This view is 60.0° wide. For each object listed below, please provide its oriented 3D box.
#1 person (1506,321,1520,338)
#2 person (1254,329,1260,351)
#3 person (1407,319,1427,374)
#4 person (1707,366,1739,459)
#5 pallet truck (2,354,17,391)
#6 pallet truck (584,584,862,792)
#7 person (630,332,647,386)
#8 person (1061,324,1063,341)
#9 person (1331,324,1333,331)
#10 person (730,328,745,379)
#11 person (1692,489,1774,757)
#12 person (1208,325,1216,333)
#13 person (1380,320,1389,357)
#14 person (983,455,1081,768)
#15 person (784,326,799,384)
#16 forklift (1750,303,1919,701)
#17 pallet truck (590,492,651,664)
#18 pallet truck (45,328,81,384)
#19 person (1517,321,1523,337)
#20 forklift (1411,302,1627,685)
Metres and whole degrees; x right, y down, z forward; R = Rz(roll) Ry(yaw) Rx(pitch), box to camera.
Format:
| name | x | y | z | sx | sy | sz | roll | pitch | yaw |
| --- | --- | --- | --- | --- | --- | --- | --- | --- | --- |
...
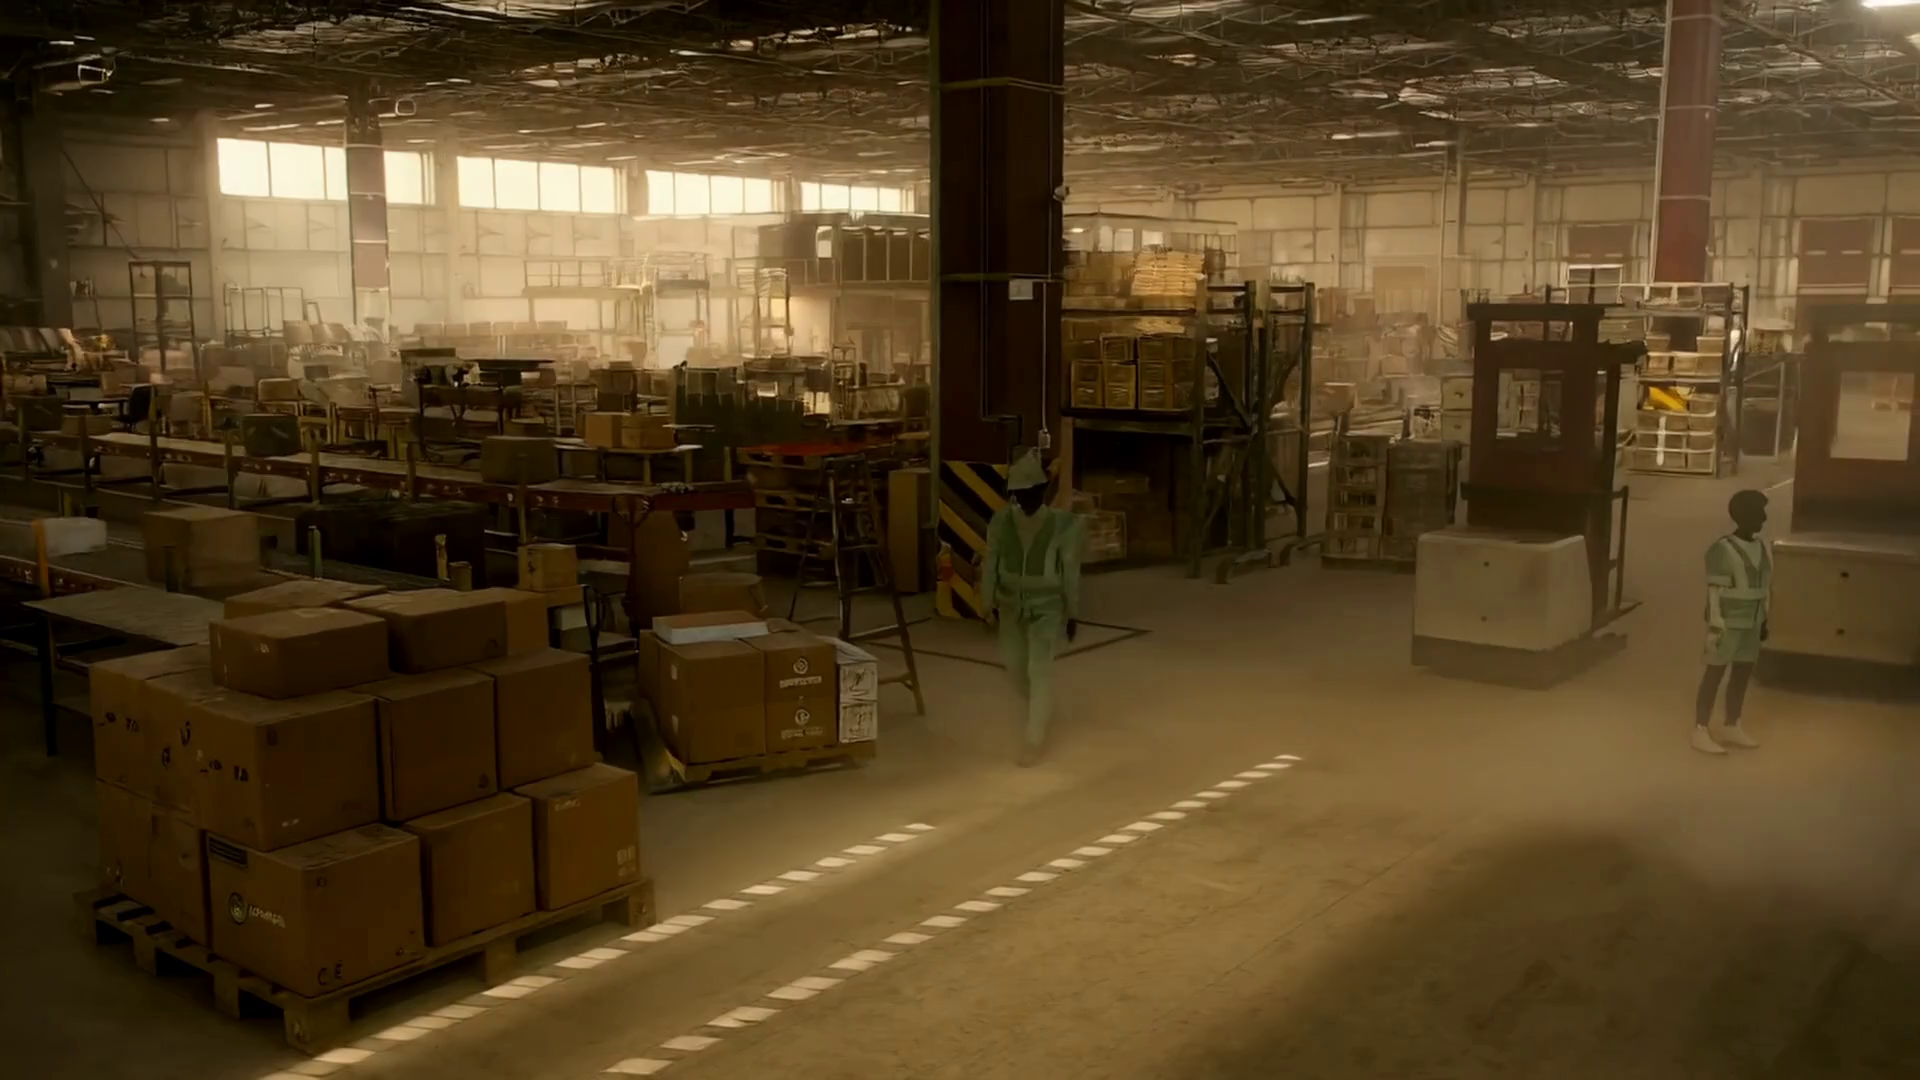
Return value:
| name | x | y | z | sx | sy | sz | roll | pitch | yaw |
| --- | --- | --- | --- | --- | --- | --- | --- | --- | --- |
| person | 25.566 | -9.416 | 76.885 | 0.646 | 1.832 | 0.495 | 0 | 8 | -1 |
| person | 12.222 | -8.287 | 68.924 | 0.635 | 1.936 | 0.353 | -3 | 9 | -18 |
| person | 16.076 | -6.835 | 59.028 | 1.131 | 1.961 | 0.659 | 6 | 11 | 37 |
| person | 13.121 | -2.188 | 28.633 | 0.596 | 1.681 | 0.339 | 2 | 9 | 14 |
| pallet truck | -24.881 | -4.417 | 42.634 | 1.885 | 1.965 | 0.823 | 8 | 11 | 41 |
| pallet truck | -1.426 | 0.805 | 10.019 | 1.601 | 1.201 | 0.680 | -4 | 9 | -26 |
| person | -8.795 | -4.787 | 45.643 | 0.511 | 1.853 | 0.494 | -6 | 10 | -34 |
| person | 3.607 | -7.050 | 60.697 | 0.606 | 1.900 | 0.584 | -6 | 10 | -35 |
| person | 17.698 | -9.619 | 77.948 | 0.617 | 1.920 | 0.438 | 3 | 9 | 21 |
| person | -7.496 | -6.295 | 56.105 | 0.519 | 1.757 | 0.339 | 1 | 8 | 5 |
| person | 4.872 | 0.515 | 10.437 | 0.532 | 1.689 | 0.321 | -4 | 9 | -26 |
| person | 7.805 | -5.665 | 51.375 | 0.569 | 1.896 | 0.930 | -2 | 9 | -14 |
| person | 16.145 | -7.447 | 63.484 | 0.520 | 1.874 | 0.327 | -7 | 11 | -41 |
| person | 0.473 | 0.400 | 10.457 | 0.603 | 1.916 | 0.853 | 3 | 9 | 19 |
| person | -5.336 | -5.886 | 52.989 | 0.741 | 1.856 | 0.590 | 6 | 11 | 37 |
| forklift | 6.749 | -0.369 | 12.389 | 1.129 | 2.768 | 1.873 | 6 | 11 | 37 |
| pallet truck | -3.115 | 0.344 | 12.883 | 0.653 | 1.274 | 1.630 | 7 | 11 | 37 |
| pallet truck | -23.775 | -4.544 | 43.495 | 1.885 | 1.965 | 0.823 | 6 | 10 | 35 |
| person | 26.603 | -9.815 | 79.470 | 0.990 | 1.875 | 0.594 | 4 | 9 | 25 |
| forklift | 4.379 | -0.438 | 12.852 | 1.129 | 2.768 | 1.873 | 7 | 11 | 37 |
